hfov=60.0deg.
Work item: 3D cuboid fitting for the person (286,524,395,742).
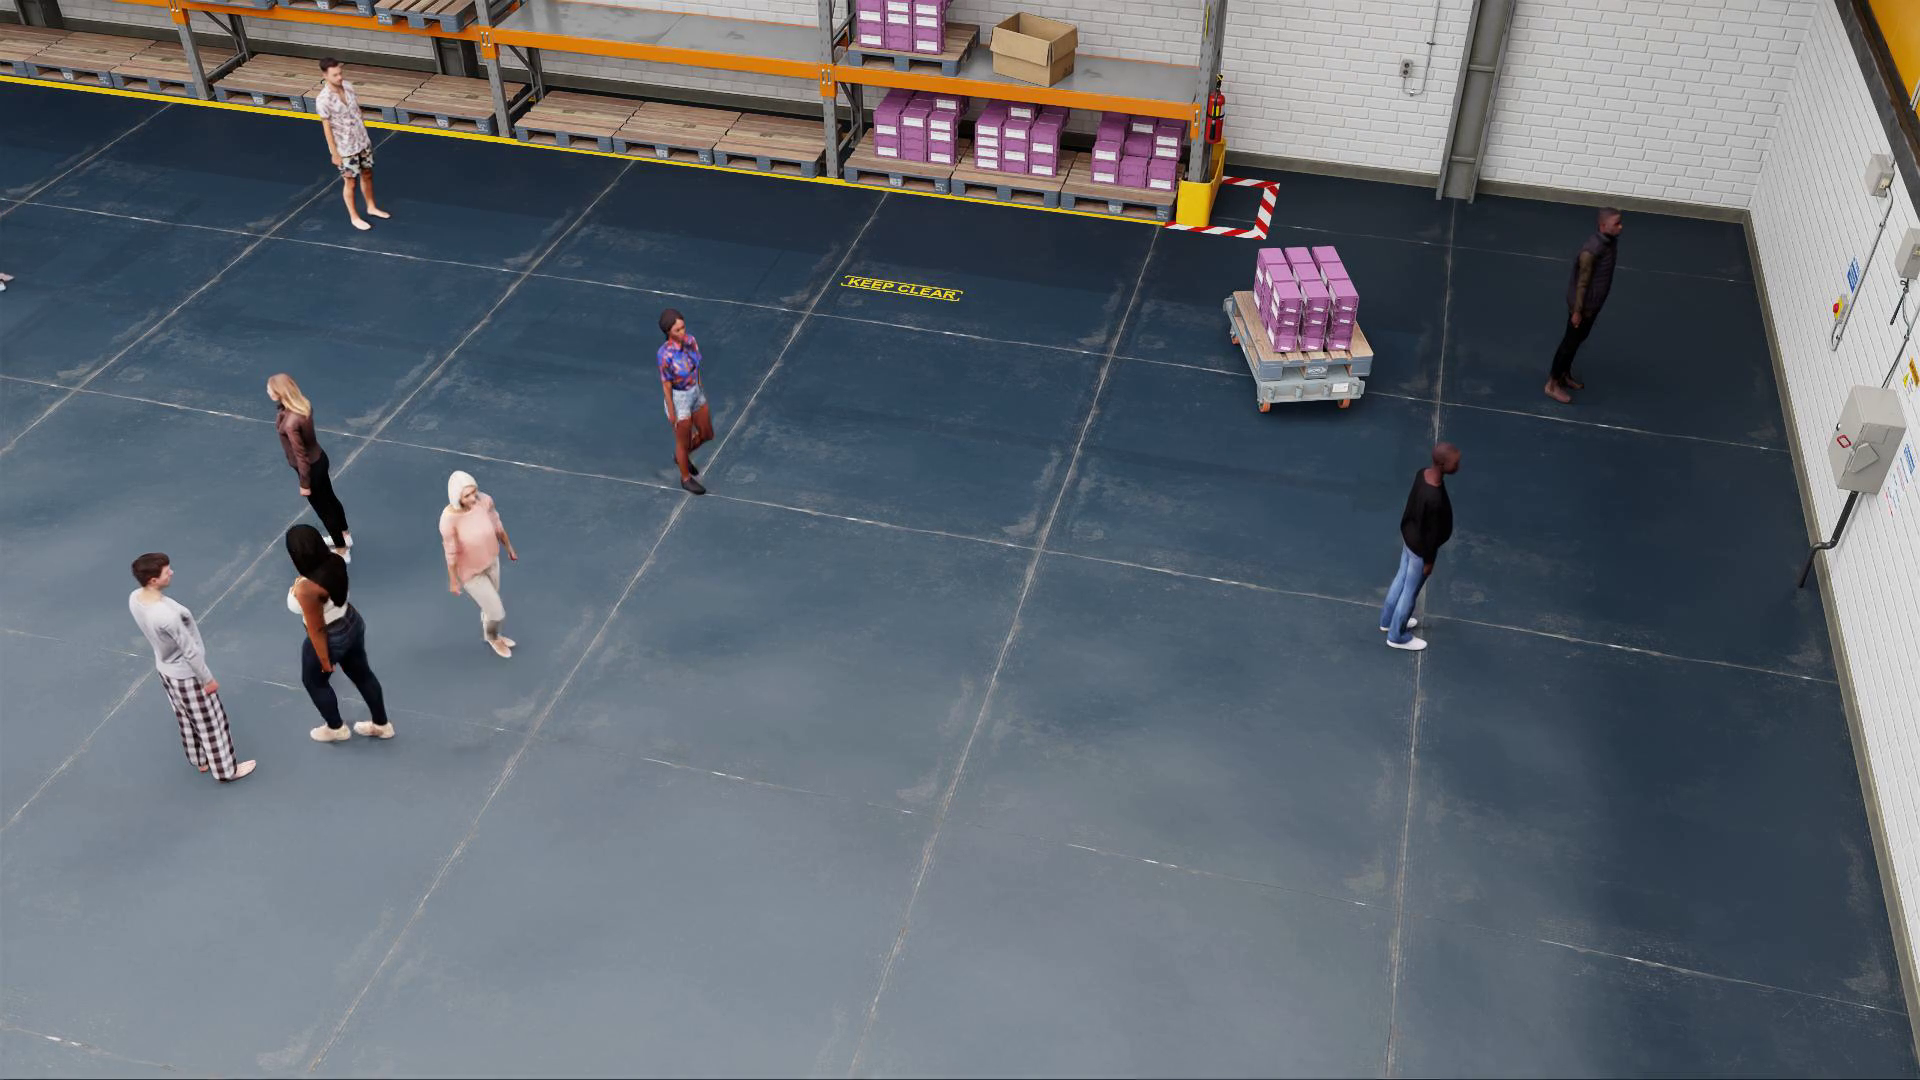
[{"bbox_3d":[-4.100,0.665,11.164,0.740,1.790,0.617,8,39,10],"label":"person"}]

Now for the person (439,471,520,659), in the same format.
[{"bbox_3d":[-3.497,0.165,11.858,0.749,1.704,0.779,17,42,20],"label":"person"}]

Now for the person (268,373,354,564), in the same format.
[{"bbox_3d":[-4.968,-0.549,12.754,0.641,1.703,0.673,-5,39,-6],"label":"person"}]

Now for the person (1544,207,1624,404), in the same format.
[{"bbox_3d":[5.481,-2.085,14.571,0.729,1.835,0.776,27,46,30],"label":"person"}]

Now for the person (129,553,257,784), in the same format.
[{"bbox_3d":[-5.089,0.849,10.888,0.600,1.846,0.753,24,45,27],"label":"person"}]

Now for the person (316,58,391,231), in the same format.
[{"bbox_3d":[-6.308,-4.107,17.122,0.635,1.811,0.713,17,42,20],"label":"person"}]

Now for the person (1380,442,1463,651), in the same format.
[{"bbox_3d":[3.315,0.028,11.997,0.636,1.746,0.655,-1,39,-2],"label":"person"}]

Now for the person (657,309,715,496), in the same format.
[{"bbox_3d":[-2.297,-1.135,13.465,0.741,1.732,0.688,22,44,25],"label":"person"}]
